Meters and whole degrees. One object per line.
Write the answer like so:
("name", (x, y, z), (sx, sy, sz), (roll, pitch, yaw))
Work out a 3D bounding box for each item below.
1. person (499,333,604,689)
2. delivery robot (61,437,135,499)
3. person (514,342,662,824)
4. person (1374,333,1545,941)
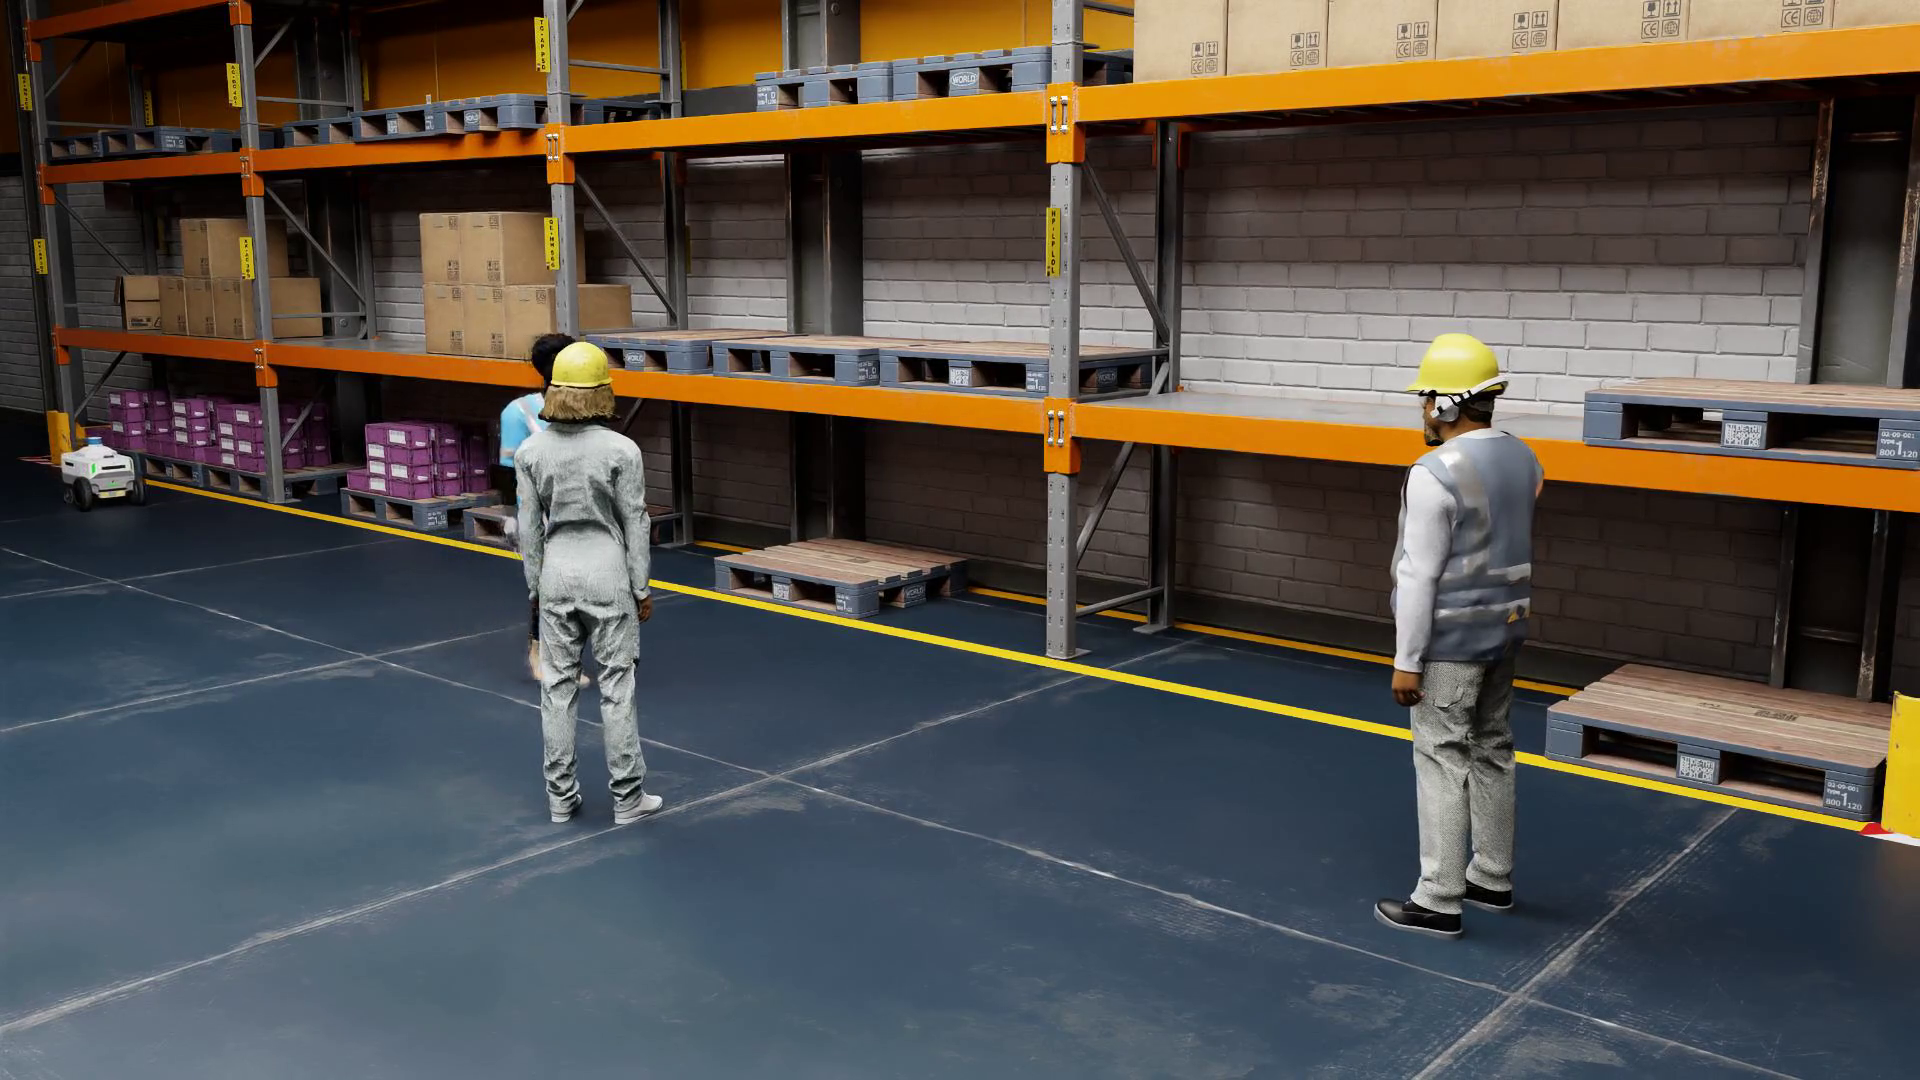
("person", (-1.862, -0.121, 7.763), (0.367, 1.683, 0.555), (10, 14, 44))
("delivery robot", (-6.939, -0.586, 13.376), (0.707, 0.478, 0.477), (9, 14, 43))
("person", (-1.338, 0.163, 5.999), (0.485, 1.744, 0.295), (1, 10, 8))
("person", (1.509, 0.291, 5.061), (0.591, 1.823, 0.405), (-9, 13, -41))
